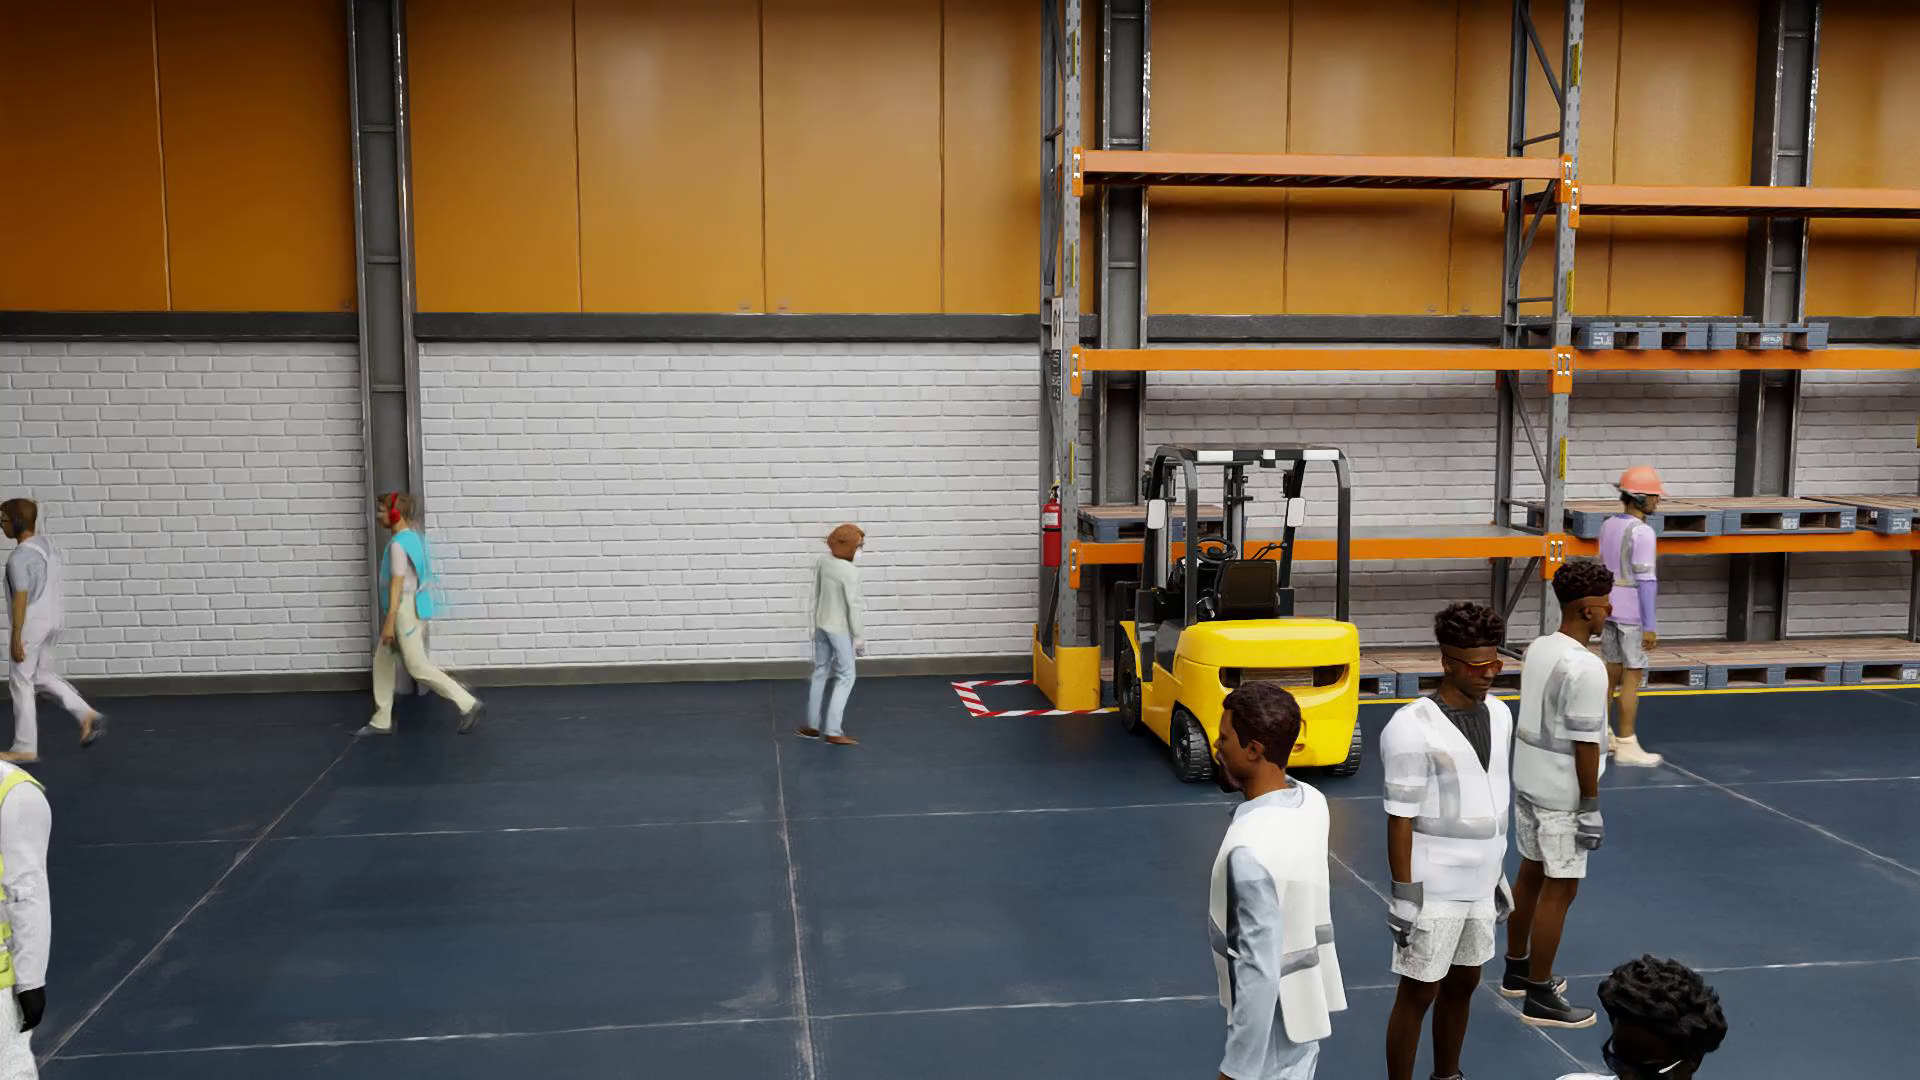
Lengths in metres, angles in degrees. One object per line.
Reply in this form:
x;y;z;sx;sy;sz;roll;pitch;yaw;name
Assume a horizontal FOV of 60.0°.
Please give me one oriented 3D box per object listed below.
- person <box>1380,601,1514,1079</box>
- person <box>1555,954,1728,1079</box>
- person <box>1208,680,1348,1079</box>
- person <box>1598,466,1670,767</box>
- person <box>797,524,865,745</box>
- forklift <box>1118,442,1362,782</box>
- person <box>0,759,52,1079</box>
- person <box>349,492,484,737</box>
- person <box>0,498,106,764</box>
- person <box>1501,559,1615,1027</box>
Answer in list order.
1.718;1.180;5.815;0.613;1.962;0.362;-5;8;-36;person
1.314;1.615;3.195;0.320;1.692;0.532;-6;9;-44;person
0.858;1.340;4.615;0.394;1.920;0.587;3;7;25;person
4.592;0.513;11.347;0.417;2.036;0.630;-1;7;-6;person
-0.910;0.664;11.962;0.311;1.593;0.695;-5;8;-38;person
1.912;0.418;11.496;1.214;2.155;2.313;-1;7;-8;forklift
-3.086;1.333;5.072;0.638;1.831;0.429;0;7;3;person
-3.969;0.546;12.087;0.887;1.805;0.566;-2;7;-18;person
-6.267;0.615;11.328;0.629;1.830;0.535;0;7;-4;person
2.549;1.050;7.044;0.394;1.954;0.619;0;7;0;person
